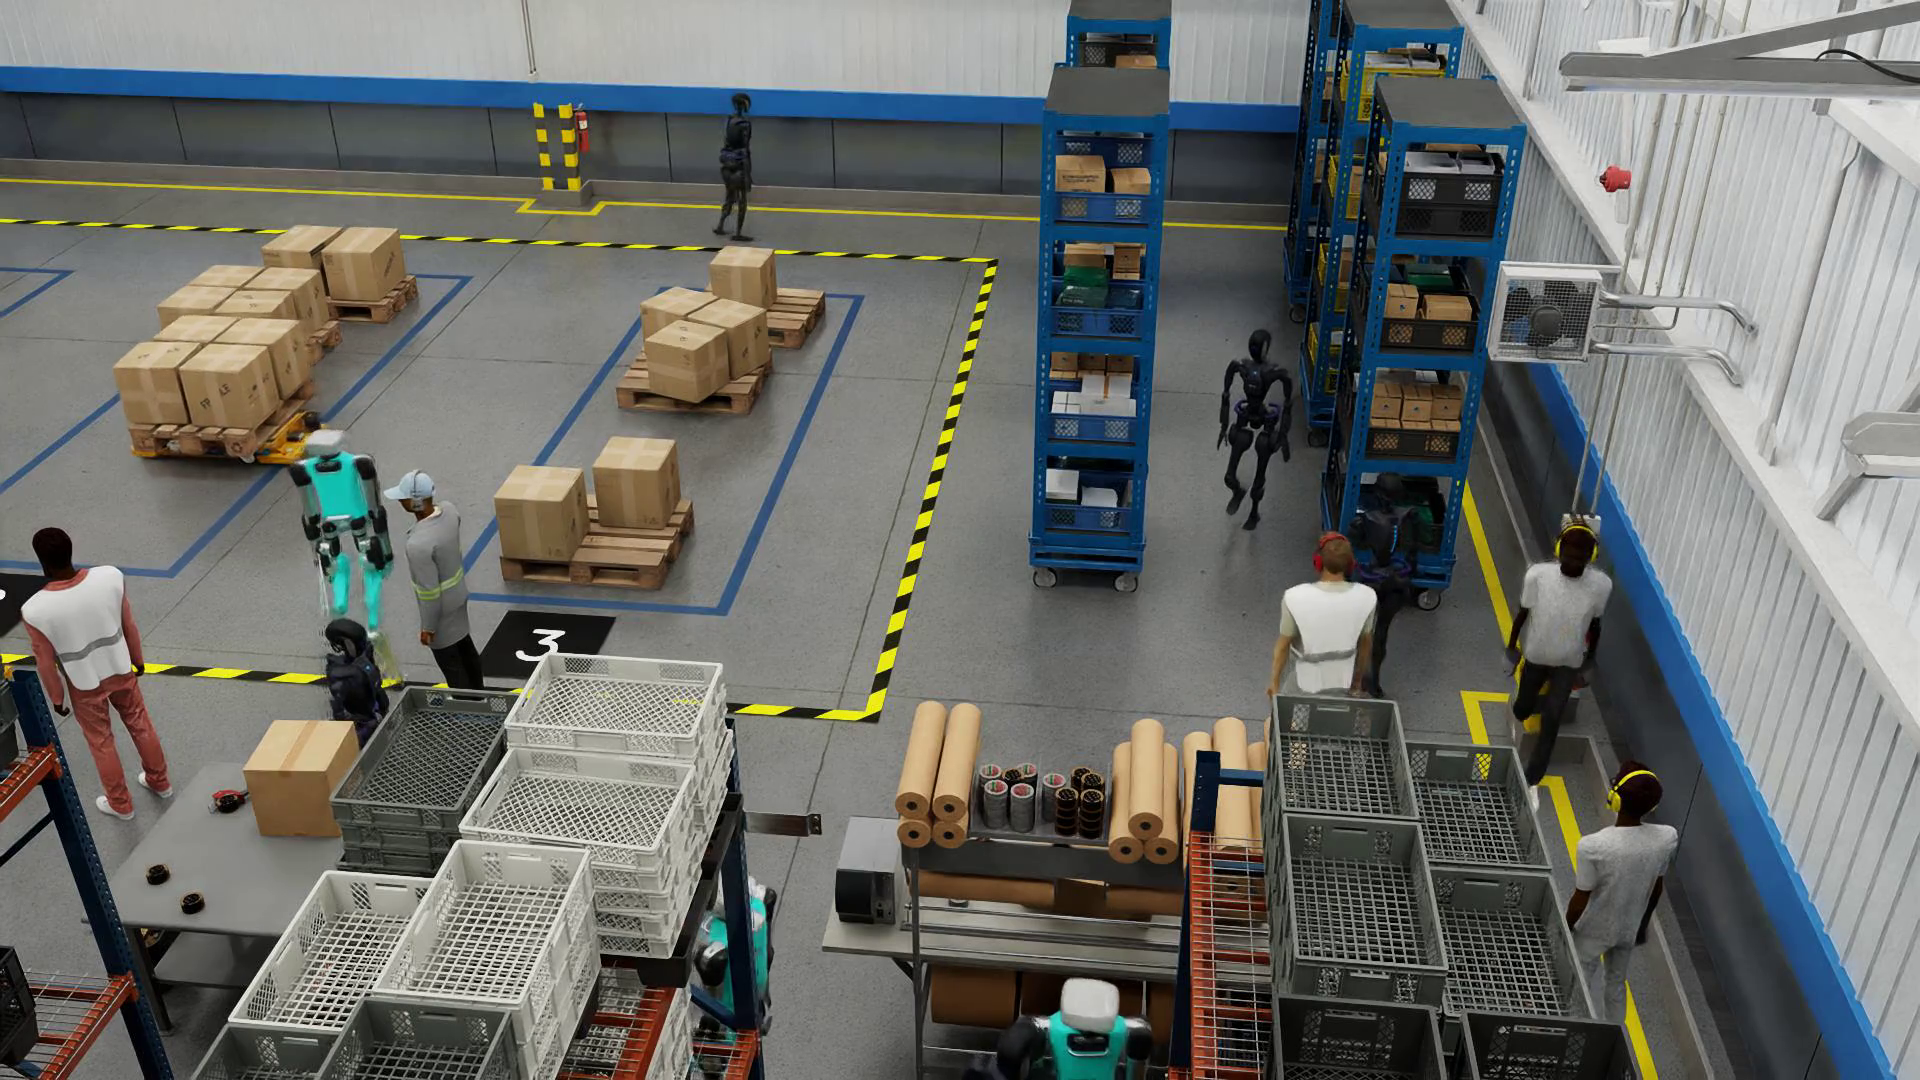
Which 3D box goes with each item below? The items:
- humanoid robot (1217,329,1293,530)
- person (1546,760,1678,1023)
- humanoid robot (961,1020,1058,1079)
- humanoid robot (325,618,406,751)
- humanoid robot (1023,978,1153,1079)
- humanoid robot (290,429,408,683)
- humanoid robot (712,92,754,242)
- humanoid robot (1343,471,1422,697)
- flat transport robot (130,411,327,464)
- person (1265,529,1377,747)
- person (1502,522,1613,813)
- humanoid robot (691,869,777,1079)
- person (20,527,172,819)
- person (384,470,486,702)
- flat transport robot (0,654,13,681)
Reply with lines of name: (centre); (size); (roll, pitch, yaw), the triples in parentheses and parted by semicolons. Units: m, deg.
humanoid robot: (2.272, -0.853, 12.742); (0.586, 1.647, 0.374); (13, 33, 21)
person: (3.054, 1.839, 7.922); (0.516, 1.872, 0.336); (-6, 31, -10)
humanoid robot: (0.260, 2.575, 6.854); (0.616, 1.646, 0.307); (11, 32, 18)
humanoid robot: (-3.327, 1.122, 9.350); (0.343, 1.647, 0.610); (1, 30, 2)
humanoid robot: (0.498, 2.600, 6.687); (0.530, 1.727, 0.701); (0, 30, -1)
humanoid robot: (-4.004, 0.218, 10.872); (0.575, 1.789, 0.780); (-3, 30, -5)
humanoid robot: (-2.518, -4.103, 18.323); (0.488, 1.636, 0.609); (-18, 35, -28)
humanoid robot: (2.718, 0.297, 10.761); (0.586, 1.642, 0.388); (-9, 31, -14)
flat transport robot: (-6.256, -0.917, 14.222); (1.431, 0.197, 0.652); (3, 30, 6)
person: (2.102, 0.824, 9.714); (0.607, 1.821, 0.515); (-6, 31, -10)
person: (3.529, 0.680, 9.938); (0.522, 1.846, 0.768); (9, 31, 15)
humanoid robot: (-1.261, 2.156, 7.555); (0.986, 1.780, 0.530); (12, 32, 20)
person: (-5.031, 0.785, 9.701); (0.392, 1.911, 0.580); (23, 37, 33)
person: (-3.279, 0.390, 10.429); (0.388, 1.850, 0.598); (2, 30, 4)
flat transport robot: (-7.142, 0.969, 11.010); (1.431, 0.231, 0.659); (3, 30, 6)
